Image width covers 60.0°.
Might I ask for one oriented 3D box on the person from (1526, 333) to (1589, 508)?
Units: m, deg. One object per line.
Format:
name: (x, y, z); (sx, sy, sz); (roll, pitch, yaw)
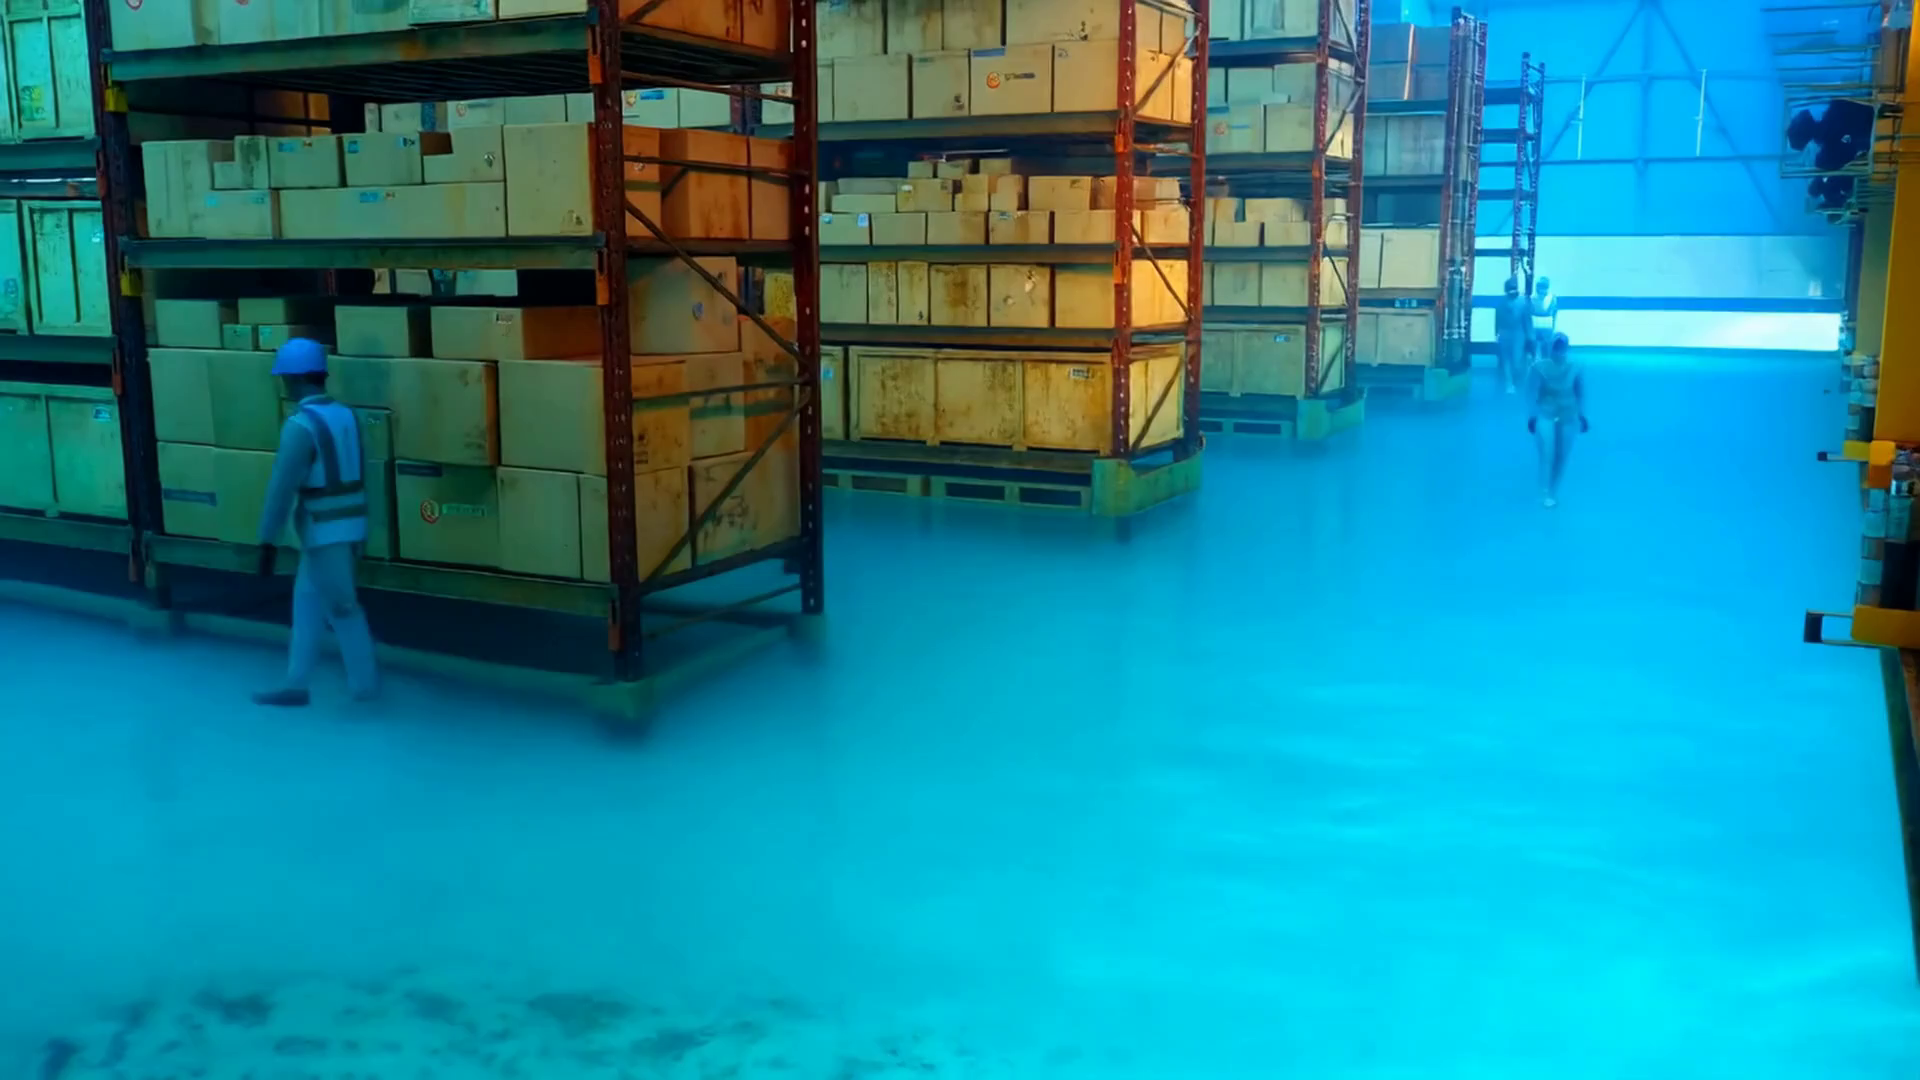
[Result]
person: (5.552, -1.133, 15.517); (0.524, 1.603, 0.853); (2, 10, 9)

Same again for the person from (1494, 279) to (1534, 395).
person: (9.182, -3.366, 27.572); (0.652, 1.903, 0.736); (6, 11, 29)

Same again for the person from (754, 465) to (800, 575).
person: (-1.442, -0.653, 12.250); (0.951, 1.781, 0.608); (6, 11, 31)

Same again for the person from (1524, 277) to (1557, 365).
person: (10.866, -3.975, 31.161); (0.563, 1.894, 1.013); (4, 11, 23)

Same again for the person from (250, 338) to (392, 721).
person: (-3.265, -0.032, 8.243); (0.891, 1.908, 0.615); (0, 10, 1)
